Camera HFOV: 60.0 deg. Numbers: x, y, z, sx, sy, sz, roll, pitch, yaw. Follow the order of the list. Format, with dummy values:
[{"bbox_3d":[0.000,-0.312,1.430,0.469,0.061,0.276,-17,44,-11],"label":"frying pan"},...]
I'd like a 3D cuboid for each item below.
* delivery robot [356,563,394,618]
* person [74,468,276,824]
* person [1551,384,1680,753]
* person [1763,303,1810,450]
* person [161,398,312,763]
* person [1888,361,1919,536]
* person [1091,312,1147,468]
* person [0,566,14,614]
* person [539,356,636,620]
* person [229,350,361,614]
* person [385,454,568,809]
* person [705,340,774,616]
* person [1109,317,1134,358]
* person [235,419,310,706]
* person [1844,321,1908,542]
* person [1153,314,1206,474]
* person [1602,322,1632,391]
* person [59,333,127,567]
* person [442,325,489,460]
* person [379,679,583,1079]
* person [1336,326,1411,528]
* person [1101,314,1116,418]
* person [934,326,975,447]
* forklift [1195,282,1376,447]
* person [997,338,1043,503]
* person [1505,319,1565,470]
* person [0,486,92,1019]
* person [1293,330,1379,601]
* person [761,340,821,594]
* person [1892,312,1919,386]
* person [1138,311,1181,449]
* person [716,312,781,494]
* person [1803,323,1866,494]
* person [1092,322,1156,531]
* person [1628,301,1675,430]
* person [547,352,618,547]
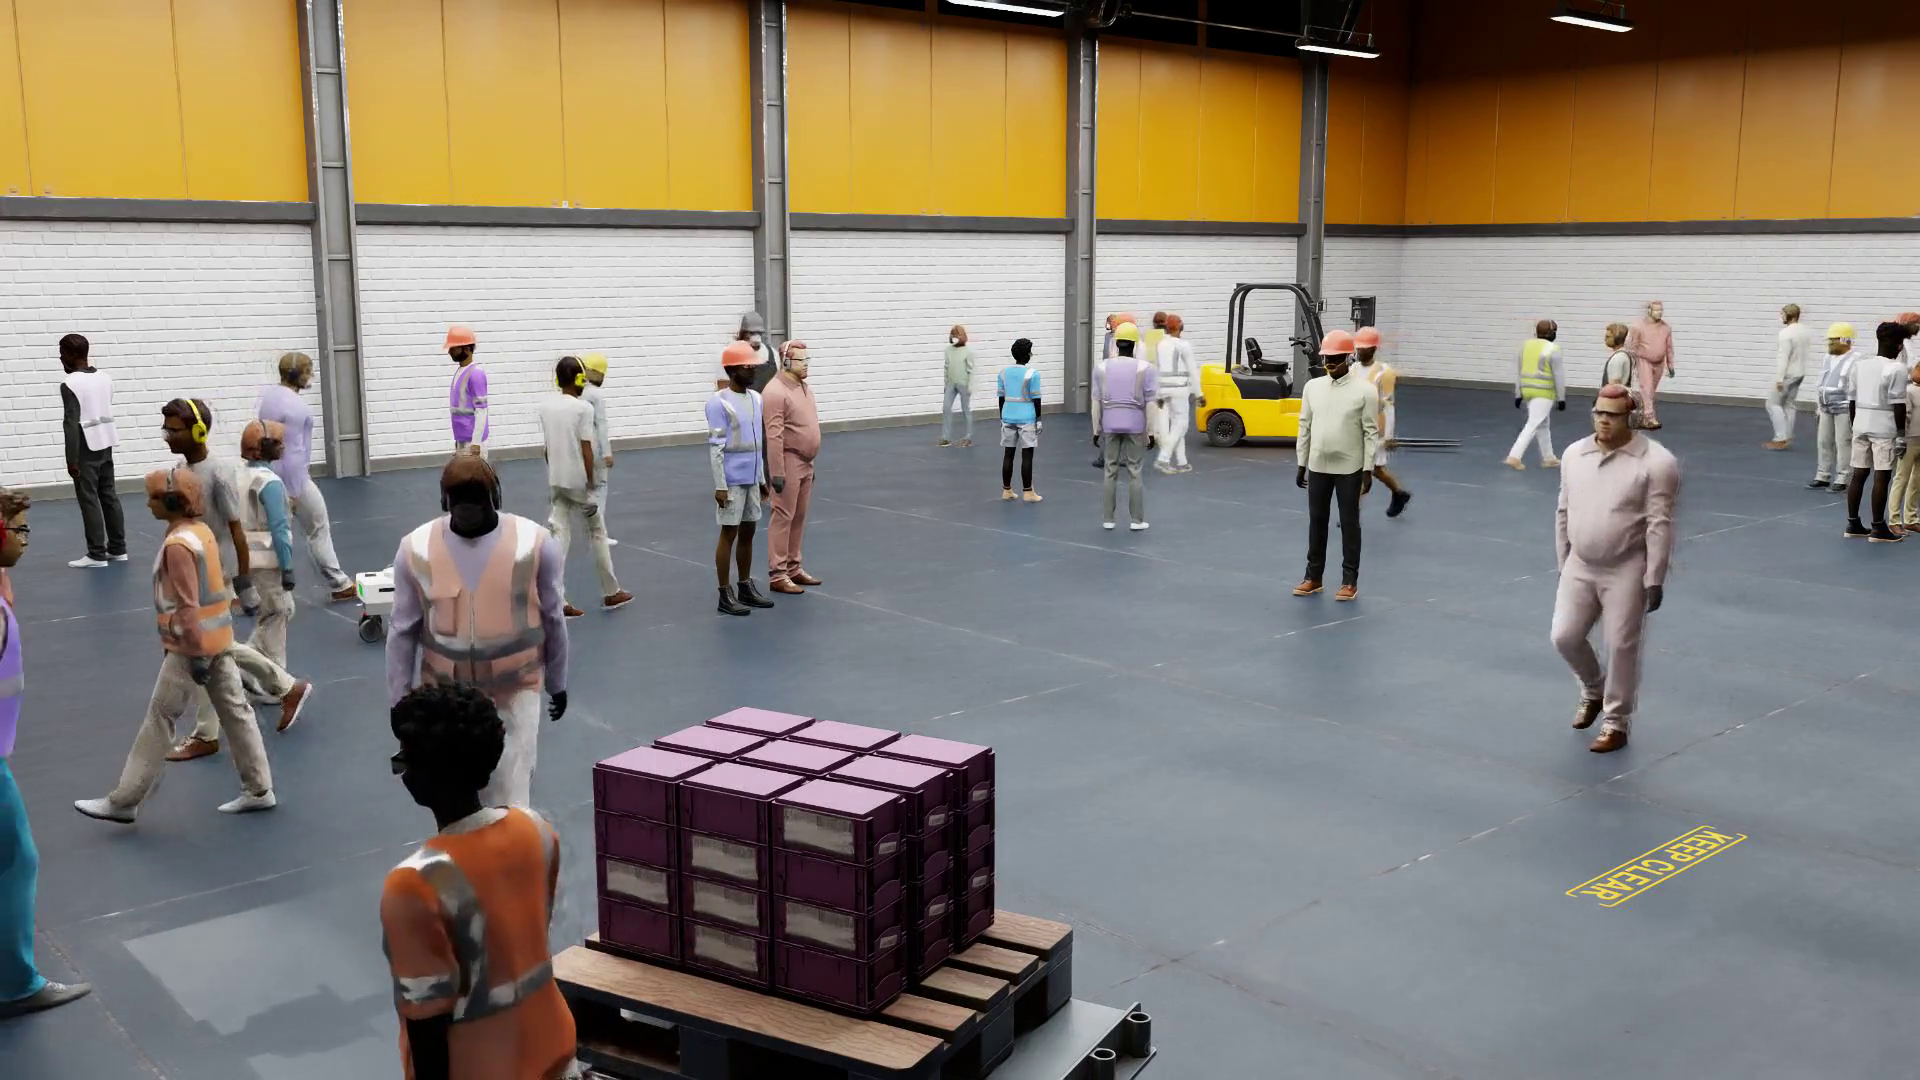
[{"bbox_3d":[-3.669,0.321,11.131,0.707,0.478,0.477,-4,10,-20],"label":"delivery robot"},{"bbox_3d":[-3.518,0.481,7.406,0.857,1.600,0.531,-2,10,-11],"label":"person"},{"bbox_3d":[3.326,0.146,8.536,0.443,1.893,0.651,-9,13,-42],"label":"person"},{"bbox_3d":[10.792,-2.121,21.704,0.663,1.931,0.436,-7,12,-36],"label":"person"},{"bbox_3d":[-3.742,0.173,8.515,0.535,1.847,0.779,9,14,44],"label":"person"},{"bbox_3d":[8.716,-0.855,15.135,0.498,1.633,0.278,-4,10,-22],"label":"person"},{"bbox_3d":[1.908,-1.766,19.775,0.613,1.872,0.848,9,13,41],"label":"person"},{"bbox_3d":[-4.252,0.379,6.878,0.414,1.982,0.647,6,12,33],"label":"person"},{"bbox_3d":[-2.660,-0.378,11.762,0.533,1.828,0.885,5,11,27],"label":"person"},{"bbox_3d":[-4.774,-0.412,11.853,0.619,1.878,1.044,9,13,43],"label":"person"},{"bbox_3d":[-1.836,0.575,6.313,0.649,1.787,0.982,-1,10,-6],"label":"person"},{"bbox_3d":[-1.554,-0.444,11.828,0.352,1.942,0.546,6,11,30],"label":"person"},{"bbox_3d":[2.219,-2.198,22.602,0.524,1.772,0.301,9,13,42],"label":"person"},{"bbox_3d":[-3.879,0.133,9.351,0.362,1.625,0.539,-8,13,-39],"label":"person"},{"bbox_3d":[8.186,-0.963,14.815,0.380,1.958,0.601,-3,10,-15],"label":"person"},{"bbox_3d":[2.519,-1.688,19.353,0.595,1.858,0.684,-6,12,-33],"label":"person"},{"bbox_3d":[7.116,-1.448,18.041,0.685,1.833,0.532,5,11,26],"label":"person"},{"bbox_3d":[-7.103,-0.728,13.600,0.388,1.910,0.591,1,10,5],"label":"person"},{"bbox_3d":[-4.332,-0.920,14.625,0.358,1.938,0.542,-7,12,-34],"label":"person"},{"bbox_3d":[-1.080,1.113,3.533,0.847,1.654,0.549,4,10,20],"label":"person"},{"bbox_3d":[3.896,-1.067,15.644,0.847,1.906,0.566,-9,13,-42],"label":"person"},{"bbox_3d":[2.378,-2.693,25.897,0.283,1.633,0.497,-6,11,-31],"label":"person"},{"bbox_3d":[-0.077,-2.019,22.001,0.531,1.610,0.672,7,12,34],"label":"person"},{"bbox_3d":[4.328,-2.346,22.227,2.313,2.155,1.214,3,10,16],"label":"forklift"},{"bbox_3d":[0.623,-1.226,17.124,0.539,1.695,0.318,7,12,37],"label":"person"},{"bbox_3d":[6.864,-1.724,19.767,0.950,1.800,0.639,-4,10,-21],"label":"person"},{"bbox_3d":[-3.314,0.733,5.372,0.701,1.806,0.579,-9,13,-44],"label":"person"},{"bbox_3d":[2.769,-0.551,12.296,0.622,1.993,0.381,7,12,36],"label":"person"},{"bbox_3d":[-1.252,-0.558,12.600,0.401,1.906,0.651,3,10,17],"label":"person"},{"bbox_3d":[11.273,-1.807,20.002,0.599,1.872,0.595,-7,12,-36],"label":"person"},{"bbox_3d":[2.650,-2.127,22.097,0.704,1.807,0.635,6,12,33],"label":"person"},{"bbox_3d":[-2.065,-1.310,16.608,0.701,2.000,1.039,-5,11,-28],"label":"person"},{"bbox_3d":[9.429,-1.406,17.847,0.404,1.818,0.628,-2,10,-13],"label":"person"},{"bbox_3d":[1.516,-1.043,15.377,0.594,1.924,0.382,3,10,15],"label":"person"},{"bbox_3d":[10.134,-2.525,24.190,0.673,1.872,0.878,-2,10,-14],"label":"person"},{"bbox_3d":[-3.281,-0.768,14.405,0.525,1.704,0.570,8,13,40],"label":"person"}]
